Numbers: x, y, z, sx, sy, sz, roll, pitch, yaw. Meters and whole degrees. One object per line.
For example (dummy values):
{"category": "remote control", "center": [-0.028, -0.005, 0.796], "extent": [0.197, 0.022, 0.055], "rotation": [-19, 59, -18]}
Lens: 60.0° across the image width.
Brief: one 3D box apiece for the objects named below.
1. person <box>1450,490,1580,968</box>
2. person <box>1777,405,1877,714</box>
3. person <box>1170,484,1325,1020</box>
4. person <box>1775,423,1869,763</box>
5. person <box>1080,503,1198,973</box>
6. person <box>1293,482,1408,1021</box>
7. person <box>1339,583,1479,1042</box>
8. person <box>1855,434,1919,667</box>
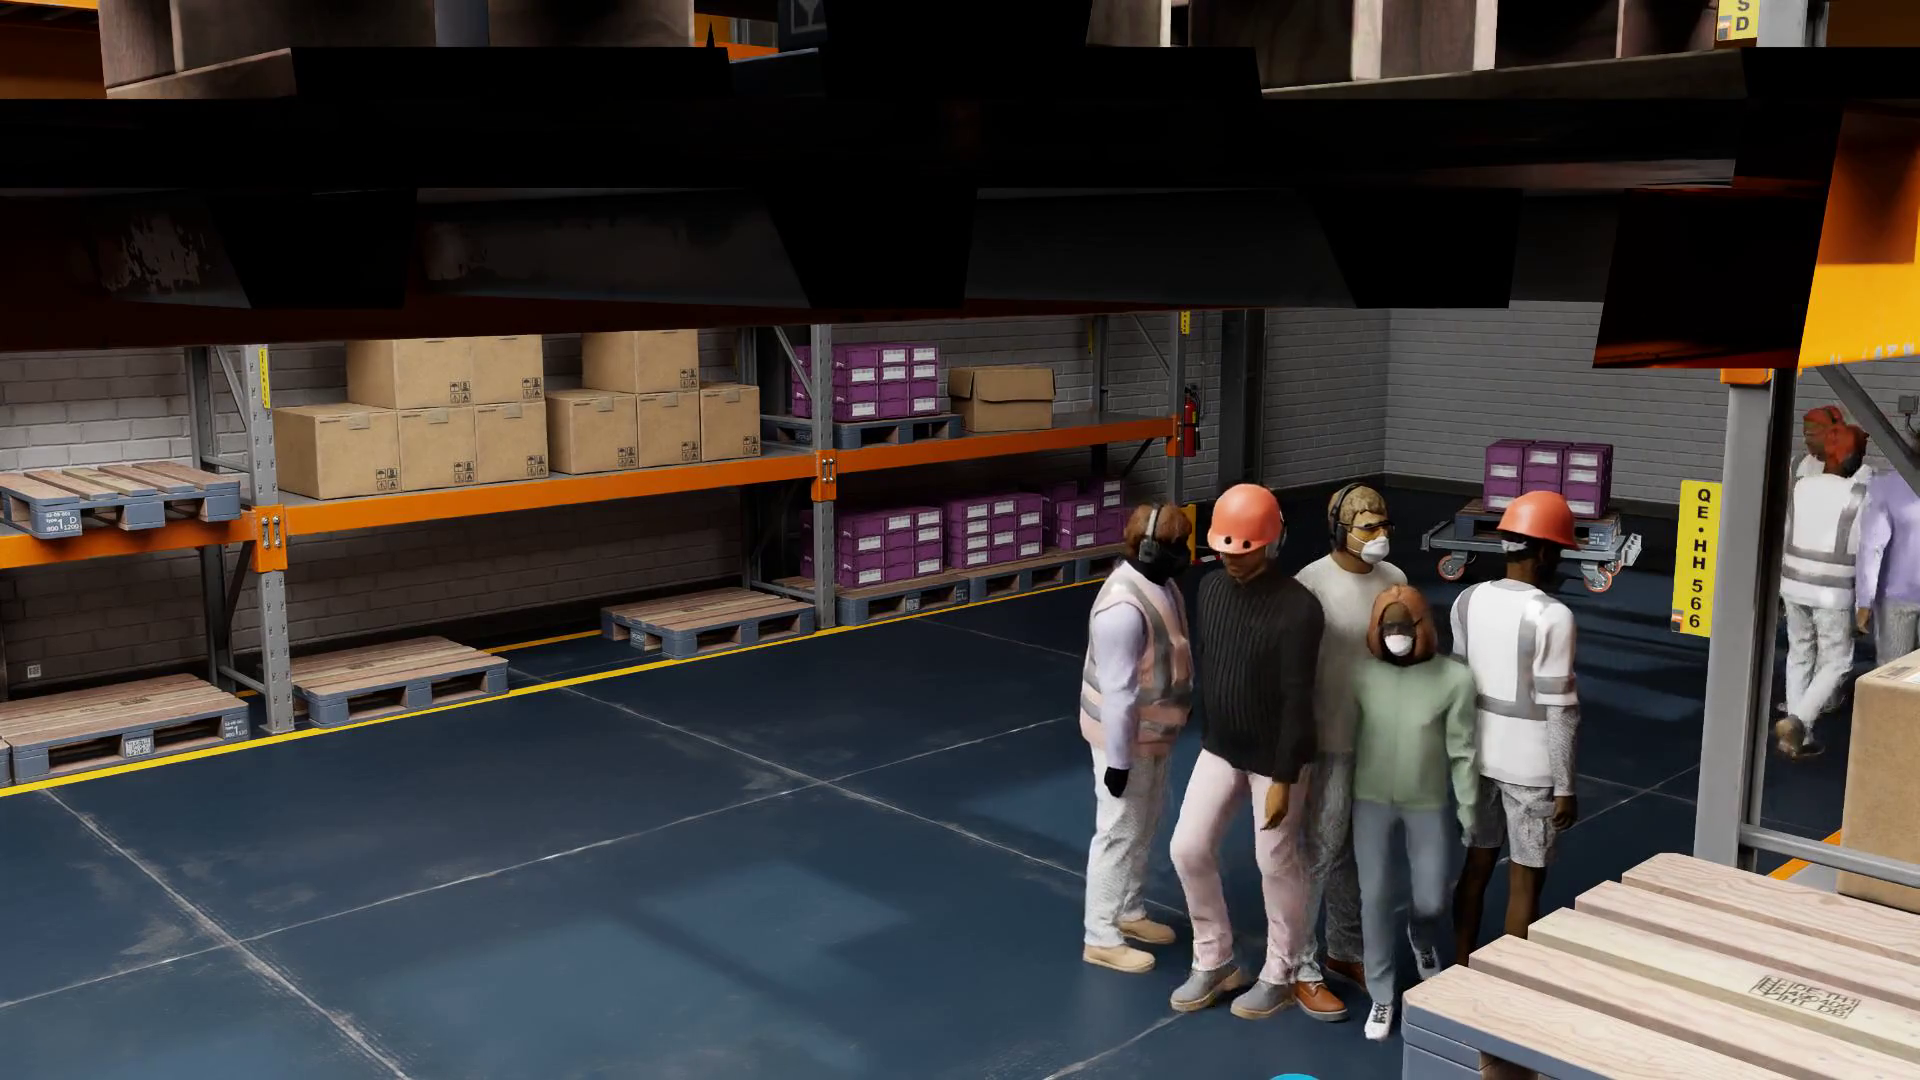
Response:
{"category": "person", "center": [1.977, 0.785, 5.877], "extent": [0.376, 1.928, 0.542], "rotation": [-5, 11, -26]}
{"category": "person", "center": [5.092, 0.129, 9.896], "extent": [0.413, 1.866, 0.577], "rotation": [-3, 10, -17]}
{"category": "person", "center": [1.004, 0.766, 5.885], "extent": [0.601, 1.953, 0.631], "rotation": [-8, 12, -38]}
{"category": "person", "center": [4.548, 0.307, 8.864], "extent": [0.596, 1.869, 0.599], "rotation": [-7, 12, -35]}
{"category": "person", "center": [0.687, 0.756, 6.392], "extent": [0.436, 1.822, 0.632], "rotation": [3, 10, 19]}
{"category": "person", "center": [1.403, 0.750, 6.043], "extent": [0.635, 1.938, 0.360], "rotation": [-8, 12, -38]}
{"category": "person", "center": [1.575, 0.932, 5.915], "extent": [0.518, 1.614, 0.482], "rotation": [3, 10, 19]}
{"category": "person", "center": [4.889, 0.353, 8.442], "extent": [0.643, 1.907, 0.831], "rotation": [4, 10, 20]}
